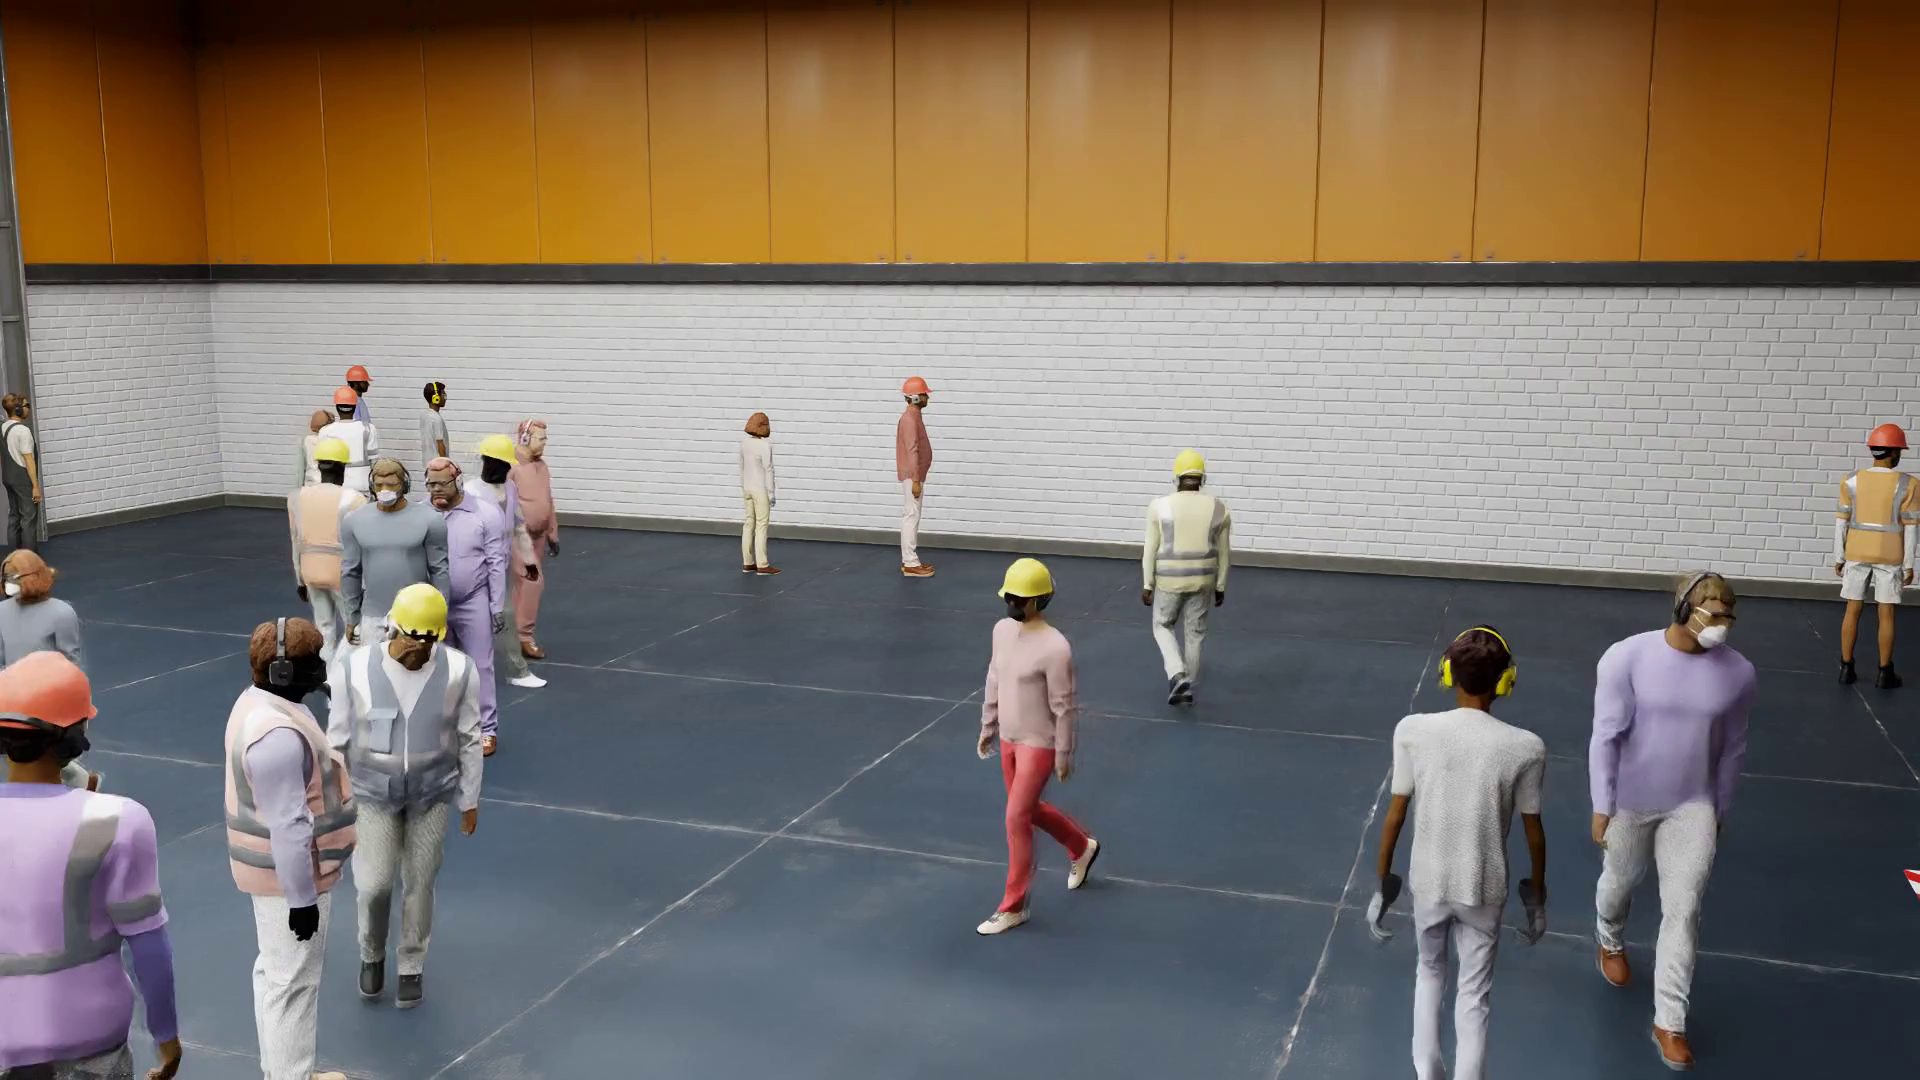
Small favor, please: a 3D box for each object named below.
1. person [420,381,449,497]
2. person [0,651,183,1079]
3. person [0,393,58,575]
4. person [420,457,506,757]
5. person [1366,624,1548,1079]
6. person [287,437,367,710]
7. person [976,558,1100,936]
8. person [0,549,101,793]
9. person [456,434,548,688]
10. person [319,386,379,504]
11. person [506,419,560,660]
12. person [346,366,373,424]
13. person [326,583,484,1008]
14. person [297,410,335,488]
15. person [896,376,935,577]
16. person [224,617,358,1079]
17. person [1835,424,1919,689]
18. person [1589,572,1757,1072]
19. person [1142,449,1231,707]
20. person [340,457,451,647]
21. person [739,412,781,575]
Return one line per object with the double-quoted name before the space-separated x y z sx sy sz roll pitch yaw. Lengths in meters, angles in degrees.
"person" -5.575 -0.756 17.790 0.328 1.872 0.513 -7 12 -39
"person" -2.454 1.303 4.523 0.623 2.025 0.446 -1 9 -5
"person" -9.318 -0.542 16.539 0.506 1.847 0.345 5 11 31
"person" -3.178 0.421 10.418 0.654 1.895 0.401 -1 9 -4
"person" 1.730 1.197 5.737 0.569 1.844 0.662 4 10 24
"person" -4.327 0.251 11.433 0.580 1.904 0.530 1 9 5
"person" 0.379 0.920 7.791 0.769 1.738 0.530 -6 11 -33
"person" -4.817 0.827 8.781 0.507 1.612 0.700 2 9 12
"person" -3.517 0.144 12.226 0.970 1.875 0.598 3 10 16
"person" -5.903 -0.520 16.113 0.542 1.939 0.359 -5 10 -27
"person" -3.373 -0.011 13.129 0.640 1.876 0.664 3 10 17
"person" -7.058 -1.081 19.592 0.358 1.938 0.542 -3 10 -19
"person" -2.282 1.052 6.816 0.662 1.789 0.457 -4 10 -21
"person" -6.520 -0.512 17.032 0.519 1.629 0.387 3 10 18
"person" -0.451 -0.638 16.660 0.374 1.997 0.614 -1 9 -4
"person" -2.348 1.177 5.881 0.429 1.842 0.629 -5 10 -27
"person" 6.702 0.117 12.173 0.548 1.934 0.376 8 12 42
"person" 2.816 1.027 6.684 0.638 1.899 0.971 1 9 9
"person" 1.566 0.282 11.498 0.616 1.820 0.465 -1 9 -5
"person" -3.392 0.463 10.012 0.635 1.937 0.359 -1 9 -6
"person" -2.030 -0.469 16.736 0.269 1.632 0.505 -8 12 -42
